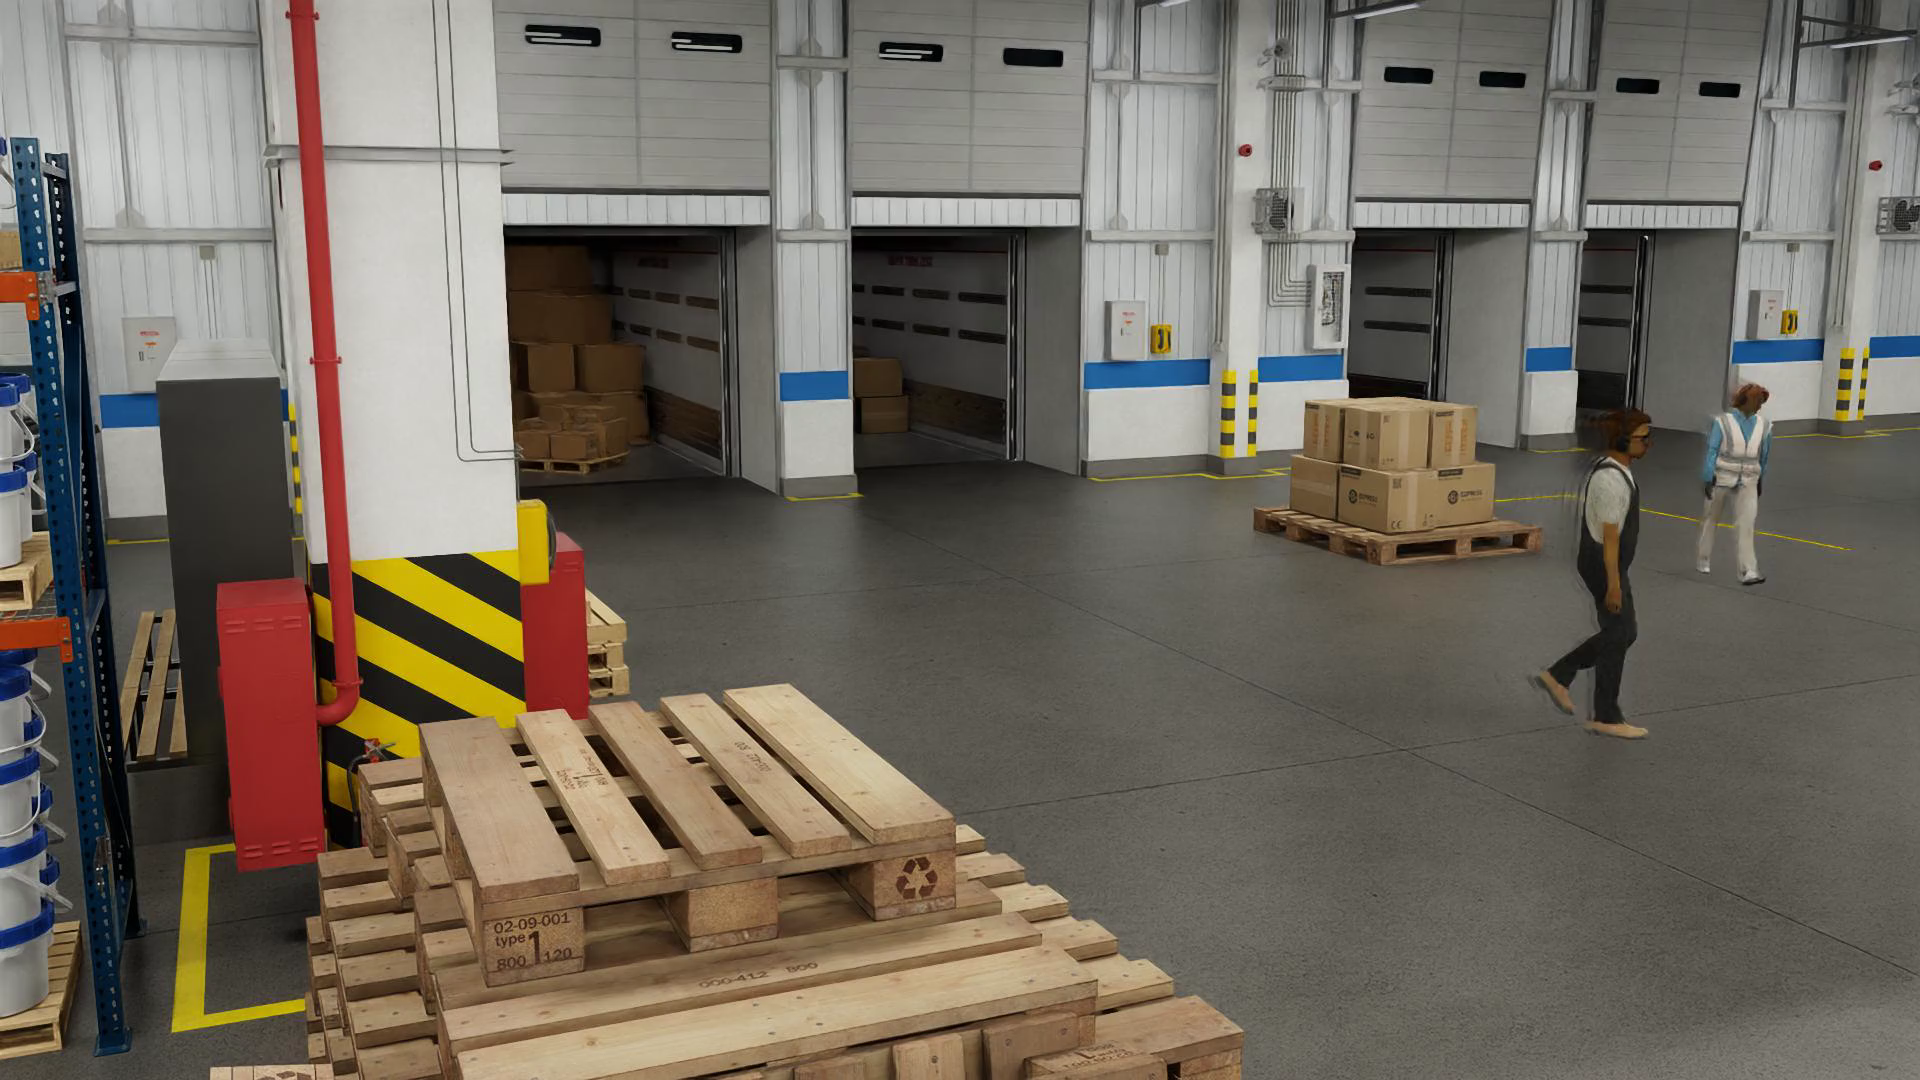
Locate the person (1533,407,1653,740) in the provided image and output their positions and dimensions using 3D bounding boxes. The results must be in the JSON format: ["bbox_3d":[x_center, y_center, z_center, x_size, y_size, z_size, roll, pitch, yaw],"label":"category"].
[{"bbox_3d":[3.517,0.181,9.105,0.534,1.833,0.503,5,11,24],"label":"person"}]

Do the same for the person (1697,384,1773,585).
[{"bbox_3d":[6.183,-0.454,13.272,0.530,1.577,0.901,1,10,5],"label":"person"}]
